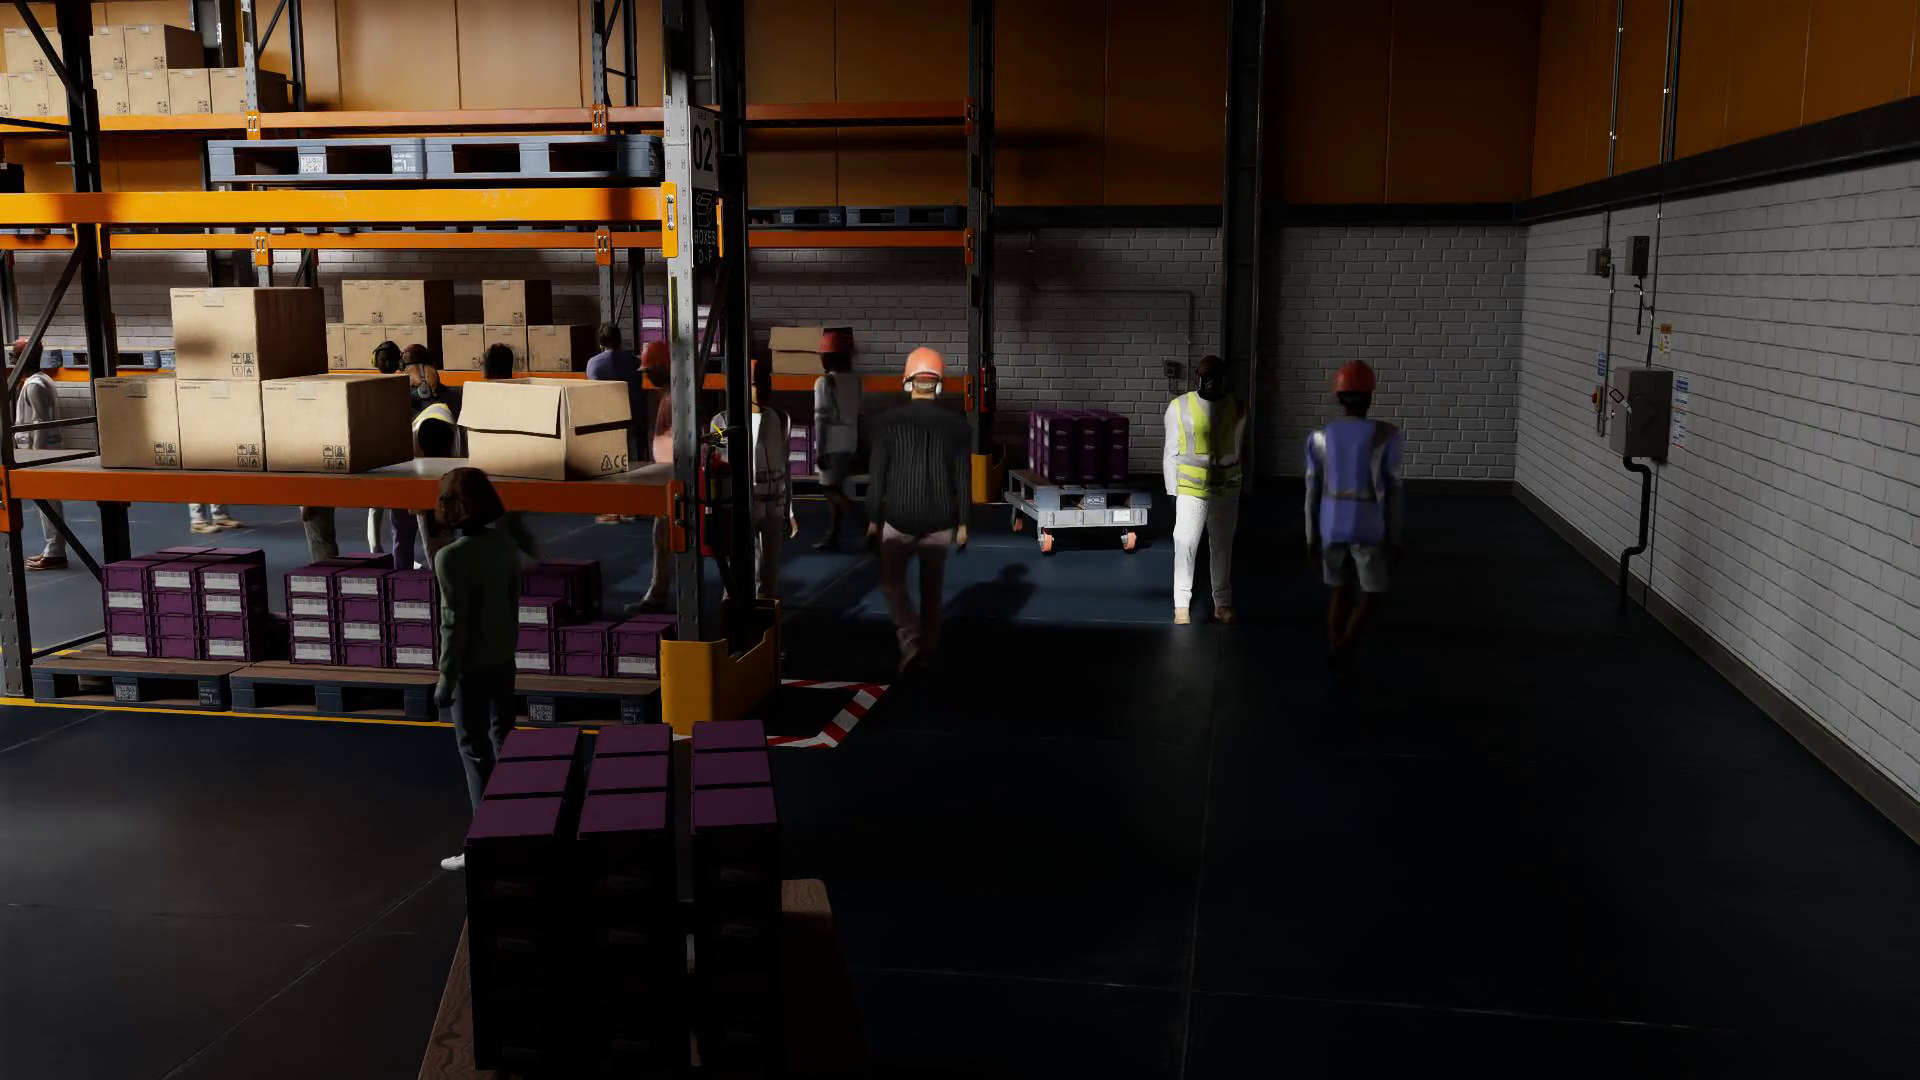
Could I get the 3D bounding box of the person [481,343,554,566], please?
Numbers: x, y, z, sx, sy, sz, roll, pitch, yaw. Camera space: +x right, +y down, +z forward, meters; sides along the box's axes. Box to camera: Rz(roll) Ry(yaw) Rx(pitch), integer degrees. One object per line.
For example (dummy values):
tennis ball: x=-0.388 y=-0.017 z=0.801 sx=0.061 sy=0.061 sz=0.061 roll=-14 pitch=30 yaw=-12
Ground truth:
person: x=-3.127 y=-0.414 z=11.634 sx=0.561 sy=1.926 sz=0.632 roll=3 pitch=9 yaw=15

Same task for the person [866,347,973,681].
person: x=-0.225 y=-0.126 z=9.655 sx=0.638 sy=1.977 sz=0.536 roll=-2 pitch=9 yaw=-13

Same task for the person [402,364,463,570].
person: x=-3.379 y=-0.209 z=10.649 sx=0.430 sy=1.835 sz=0.622 roll=-3 pitch=10 yaw=-21

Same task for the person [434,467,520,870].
person: x=-1.947 y=0.519 z=6.725 sx=0.269 sy=1.631 sz=0.509 roll=3 pitch=10 yaw=17

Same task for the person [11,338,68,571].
person: x=-7.461 y=-0.695 z=13.480 sx=0.343 sy=1.883 sz=0.585 roll=-4 pitch=10 yaw=-24

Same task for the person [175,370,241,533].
person: x=-6.982 y=-0.986 z=15.446 sx=0.428 sy=1.838 sz=0.629 roll=3 pitch=10 yaw=15

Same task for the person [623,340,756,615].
person: x=-1.878 y=-0.437 z=11.714 sx=0.931 sy=1.953 sz=0.641 roll=-1 pitch=9 yaw=-6

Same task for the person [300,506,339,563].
person: x=-4.452 y=-0.338 z=11.421 sx=0.404 sy=1.835 sz=0.586 roll=-3 pitch=10 yaw=-17

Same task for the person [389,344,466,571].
person: x=-3.811 y=-0.432 z=11.778 sx=0.642 sy=1.909 sz=0.410 roll=-4 pitch=10 yaw=-24

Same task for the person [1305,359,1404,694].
person: x=2.191 y=-0.052 z=9.384 sx=0.566 sy=1.920 sz=0.653 roll=6 pitch=11 yaw=32

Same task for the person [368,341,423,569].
person: x=-4.566 y=-0.666 z=13.371 sx=0.335 sy=1.863 sz=0.519 roll=7 pitch=12 yaw=38

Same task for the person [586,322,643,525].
person: x=-3.298 y=-1.113 z=15.908 sx=0.354 sy=1.936 sz=0.635 roll=7 pitch=12 yaw=38

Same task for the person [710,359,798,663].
person: x=-1.250 y=-0.159 z=10.154 sx=0.586 sy=1.882 sz=0.342 roll=-8 pitch=12 yaw=-41

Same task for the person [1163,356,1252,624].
person: x=1.704 y=-0.338 z=11.401 sx=0.627 sy=1.844 sz=0.429 roll=-1 pitch=9 yaw=-6

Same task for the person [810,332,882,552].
person: x=-0.969 y=-0.804 z=14.098 sx=0.746 sy=1.916 sz=0.542 roll=7 pitch=11 yaw=35
